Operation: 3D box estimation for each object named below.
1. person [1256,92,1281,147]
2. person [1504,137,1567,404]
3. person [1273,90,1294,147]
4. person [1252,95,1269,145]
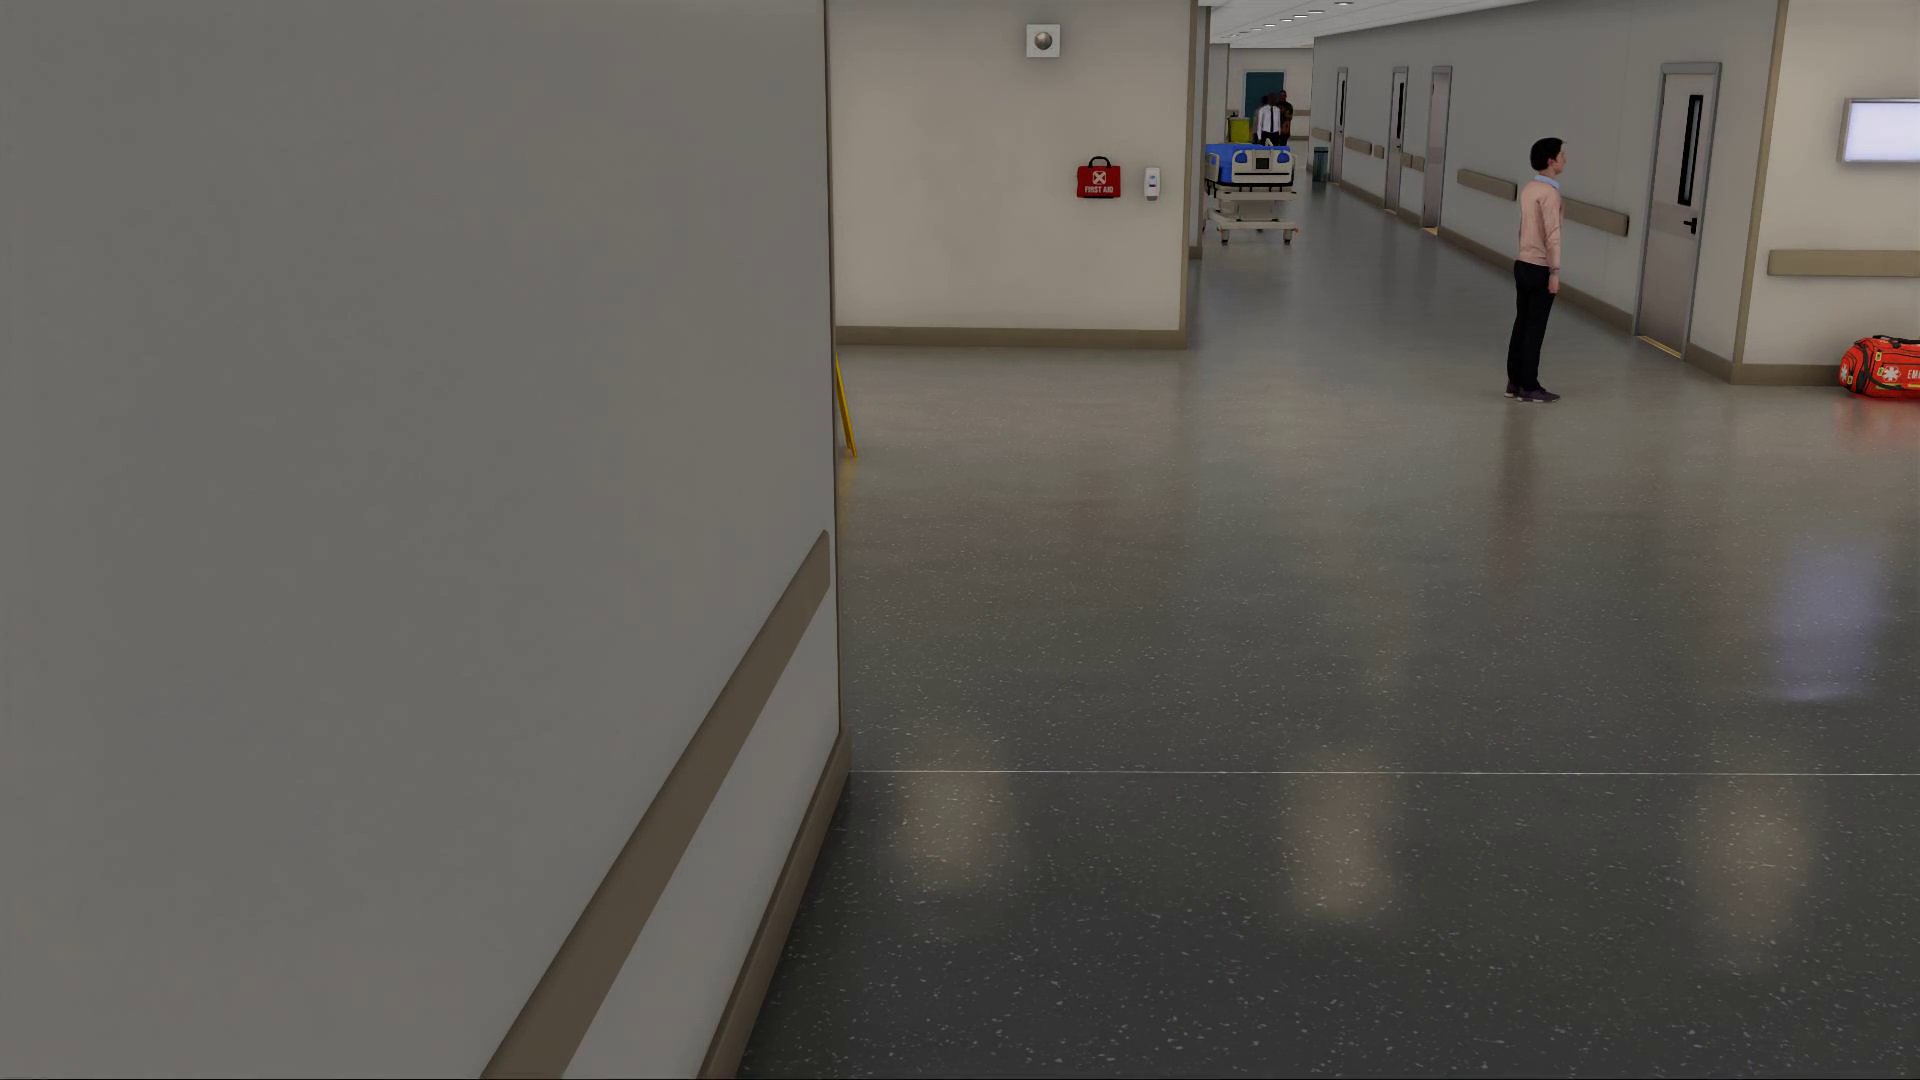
[{"bbox_3d":[6.276,-8.144,33.769,0.646,1.830,0.804,-3,16,-9],"label":"person"},{"bbox_3d":[4.025,-1.880,11.587,0.612,1.810,0.665,-2,16,-6],"label":"person"},{"bbox_3d":[7.343,-9.381,38.123,0.600,1.807,0.765,0,16,1],"label":"person"},{"bbox_3d":[6.880,-9.266,37.987,0.722,1.700,0.810,10,19,32],"label":"person"}]
